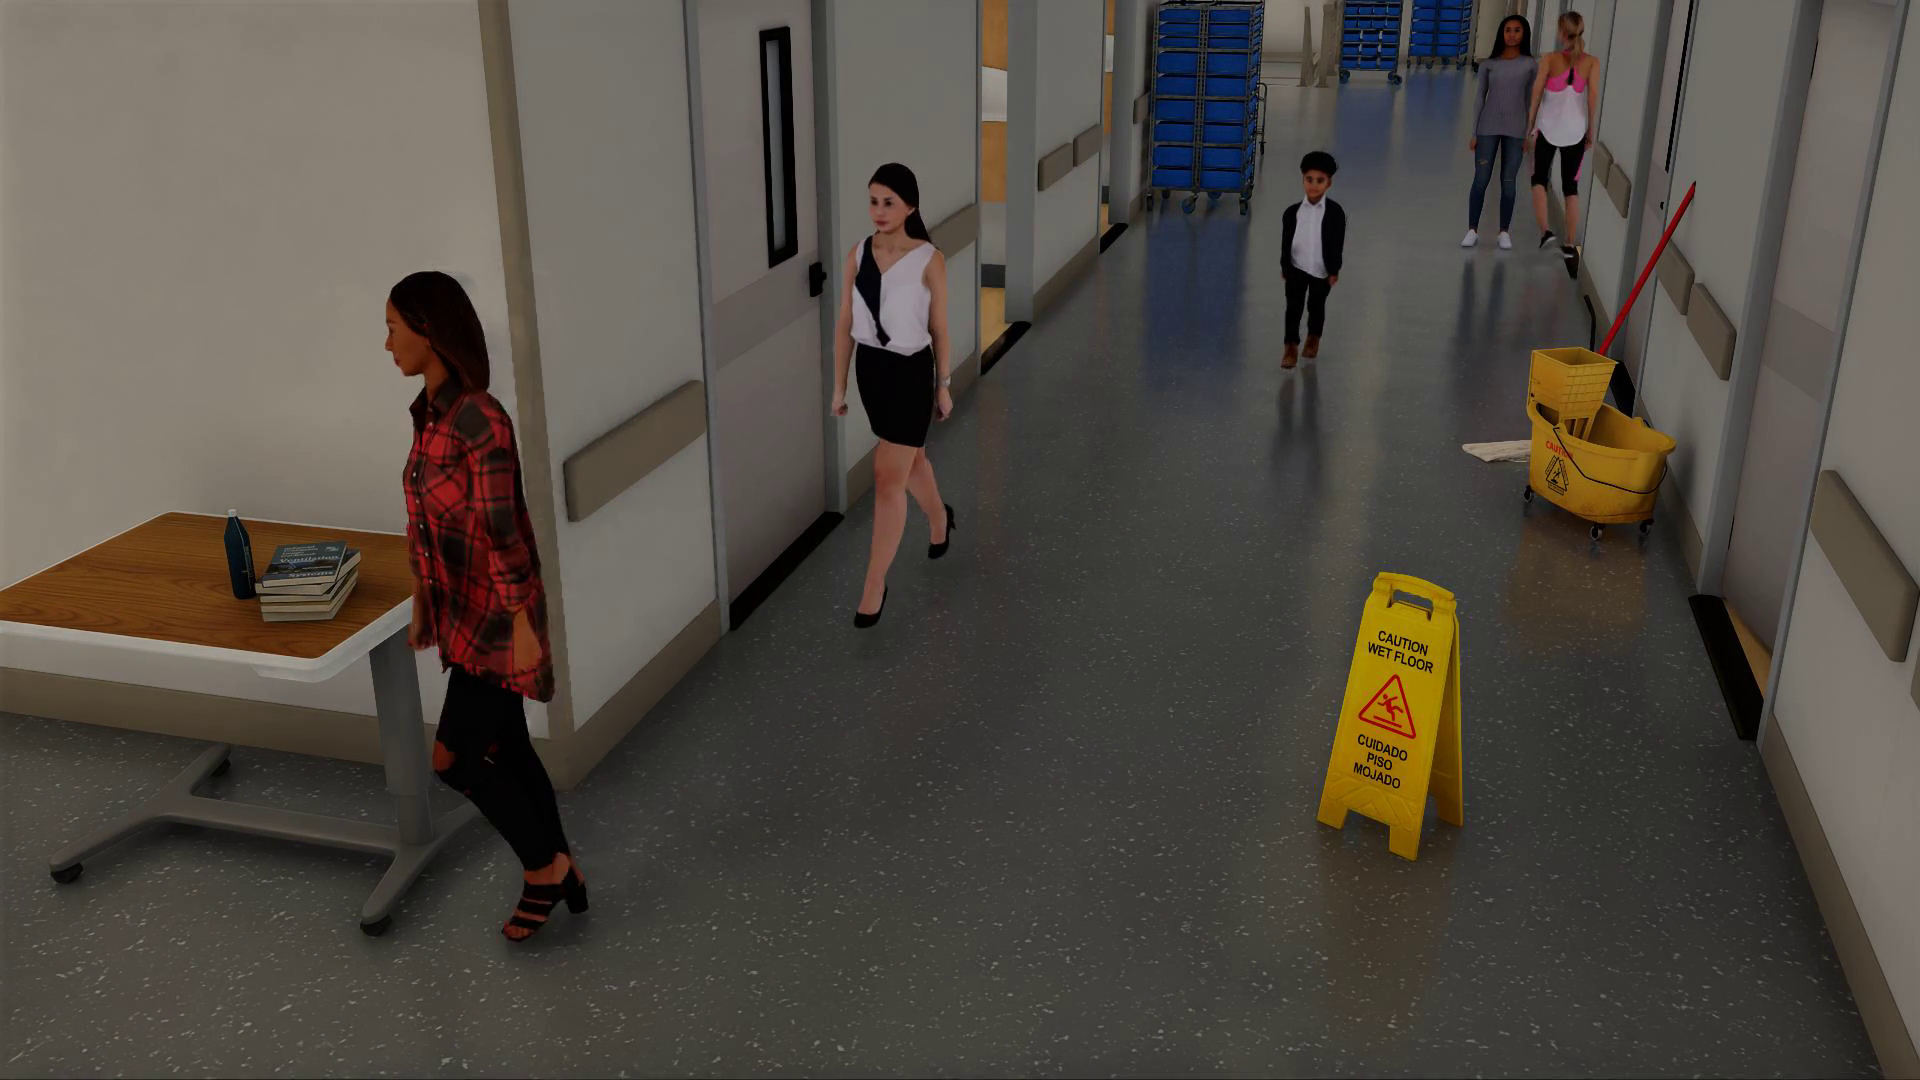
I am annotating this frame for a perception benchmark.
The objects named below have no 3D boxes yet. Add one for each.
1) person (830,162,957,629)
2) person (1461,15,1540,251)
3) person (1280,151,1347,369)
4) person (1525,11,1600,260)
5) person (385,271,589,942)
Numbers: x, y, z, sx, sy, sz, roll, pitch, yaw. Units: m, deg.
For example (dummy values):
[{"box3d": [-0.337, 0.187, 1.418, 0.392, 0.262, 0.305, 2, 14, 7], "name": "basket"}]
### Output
[{"box3d": [-0.200, -0.550, 6.146, 0.669, 1.603, 1.117, 8, 22, 21], "name": "person"}, {"box3d": [4.147, -3.118, 12.737, 0.601, 1.736, 0.520, 6, 22, 15], "name": "person"}, {"box3d": [2.007, -1.581, 9.450, 0.529, 1.190, 0.836, 7, 22, 18], "name": "person"}, {"box3d": [4.416, -2.960, 12.283, 0.674, 1.763, 0.698, 6, 21, 15], "name": "person"}, {"box3d": [-1.086, 0.185, 4.099, 0.792, 1.677, 0.752, -17, 27, -38], "name": "person"}]
